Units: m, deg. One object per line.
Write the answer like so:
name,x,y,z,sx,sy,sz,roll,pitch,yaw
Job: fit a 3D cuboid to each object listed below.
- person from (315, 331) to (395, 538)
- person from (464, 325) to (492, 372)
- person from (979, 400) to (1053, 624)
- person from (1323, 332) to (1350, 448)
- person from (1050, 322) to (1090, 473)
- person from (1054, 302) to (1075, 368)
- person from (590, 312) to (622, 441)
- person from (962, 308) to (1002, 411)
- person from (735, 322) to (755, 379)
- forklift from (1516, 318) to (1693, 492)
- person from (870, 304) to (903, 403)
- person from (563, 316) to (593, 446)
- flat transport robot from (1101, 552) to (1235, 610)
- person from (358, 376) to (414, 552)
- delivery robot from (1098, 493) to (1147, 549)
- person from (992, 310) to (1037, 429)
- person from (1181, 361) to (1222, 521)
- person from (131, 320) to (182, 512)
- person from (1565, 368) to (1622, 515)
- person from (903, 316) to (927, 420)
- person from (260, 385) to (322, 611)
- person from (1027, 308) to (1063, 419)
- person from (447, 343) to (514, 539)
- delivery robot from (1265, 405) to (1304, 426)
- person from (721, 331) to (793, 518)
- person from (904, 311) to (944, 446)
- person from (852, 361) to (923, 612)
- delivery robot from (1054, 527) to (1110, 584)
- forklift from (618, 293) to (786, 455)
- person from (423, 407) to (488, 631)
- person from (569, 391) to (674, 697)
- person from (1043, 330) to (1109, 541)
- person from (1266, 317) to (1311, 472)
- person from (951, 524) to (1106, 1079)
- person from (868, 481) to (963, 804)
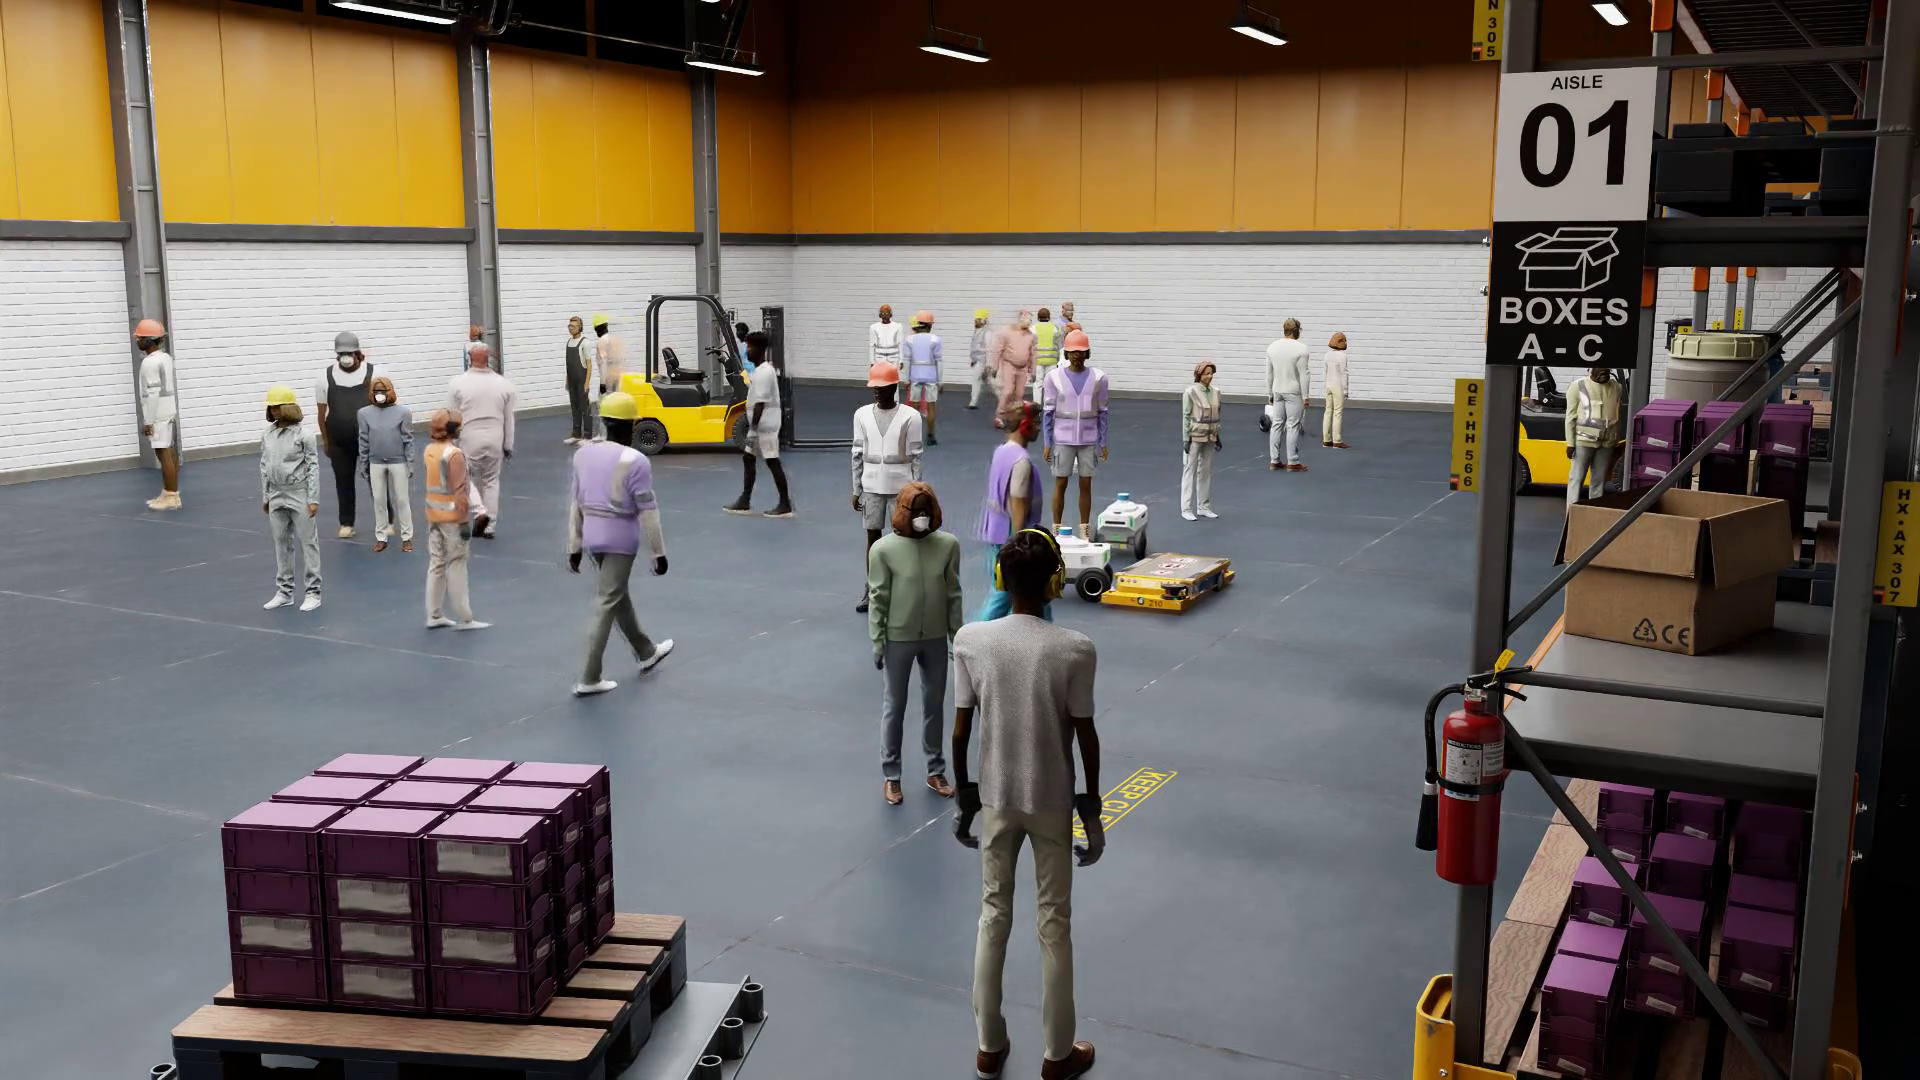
person,-5.814,-1.021,15.983,0.695,2.000,0.542,-2,10,-14
person,-7.418,-2.478,25.625,0.535,1.637,0.313,5,11,28
person,0.384,0.004,10.717,0.796,1.816,0.585,-2,10,-11
person,5.312,-2.108,23.456,0.279,1.633,0.499,-4,11,-23
person,1.393,-1.781,20.836,0.356,1.885,0.574,-6,12,-32
person,1.849,-3.143,28.665,0.403,1.903,0.651,6,11,30
person,-5.034,-2.370,24.266,0.745,1.891,0.641,2,10,11
person,0.449,-3.159,29.072,0.833,1.803,0.595,-3,10,-15
person,-3.438,-2.745,27.152,0.538,1.633,0.938,8,13,40
forklift,7.066,-1.601,18.899,2.313,2.155,1.214,5,11,27
person,-1.243,-3.060,28.285,0.579,1.878,0.345,0,10,0
person,-5.468,-2.269,23.774,0.514,1.845,0.338,8,13,39
flat transport robot,1.695,0.316,13.366,0.652,0.197,1.431,5,11,25
person,-5.261,-0.691,15.283,0.501,1.626,0.282,-1,10,-4
delivery robot,1.484,-0.181,15.149,0.477,0.478,0.707,3,10,17
person,0.879,-2.653,25.957,0.731,1.859,0.418,-5,11,-28
person,2.493,-1.024,17.163,0.515,1.640,0.315,-7,12,-34
person,-8.609,-1.316,17.802,0.571,2.041,0.622,-2,10,-11
person,6.206,-0.967,16.271,0.587,1.835,0.403,-2,10,-11
person,-0.680,-2.807,27.266,0.551,1.713,0.925,-3,10,-18
person,-5.155,-0.319,12.783,0.486,1.744,0.310,3,10,16
person,1.387,-2.925,27.598,0.624,1.840,0.430,-1,10,-4
person,-4.568,-0.926,15.863,0.666,1.890,0.512,-7,12,-34
delivery robot,4.940,-1.939,25.303,0.477,0.478,0.707,-3,9,-19
person,-2.148,-1.186,17.211,0.873,1.930,0.635,-1,10,-5
person,-0.531,-2.285,23.687,0.595,1.926,0.466,2,10,14
person,-0.563,-0.397,12.674,0.551,1.934,0.373,2,10,12
delivery robot,0.842,0.140,13.290,0.707,0.478,0.477,1,10,7
forklift,-3.588,-2.317,23.042,2.313,2.155,1.214,-1,10,-5
person,-3.717,-0.147,12.101,0.311,1.639,0.521,-9,14,-44
person,-2.119,0.001,10.536,0.614,1.871,0.990,6,12,32
person,1.079,-0.925,15.423,0.611,2.042,0.395,-1,10,-4
person,4.136,-1.826,20.938,0.356,1.938,0.638,-9,13,-41
person,0.226,0.876,5.499,0.533,1.871,0.320,3,10,18
person,-0.218,0.507,8.340,0.503,1.627,0.270,-5,11,-25
